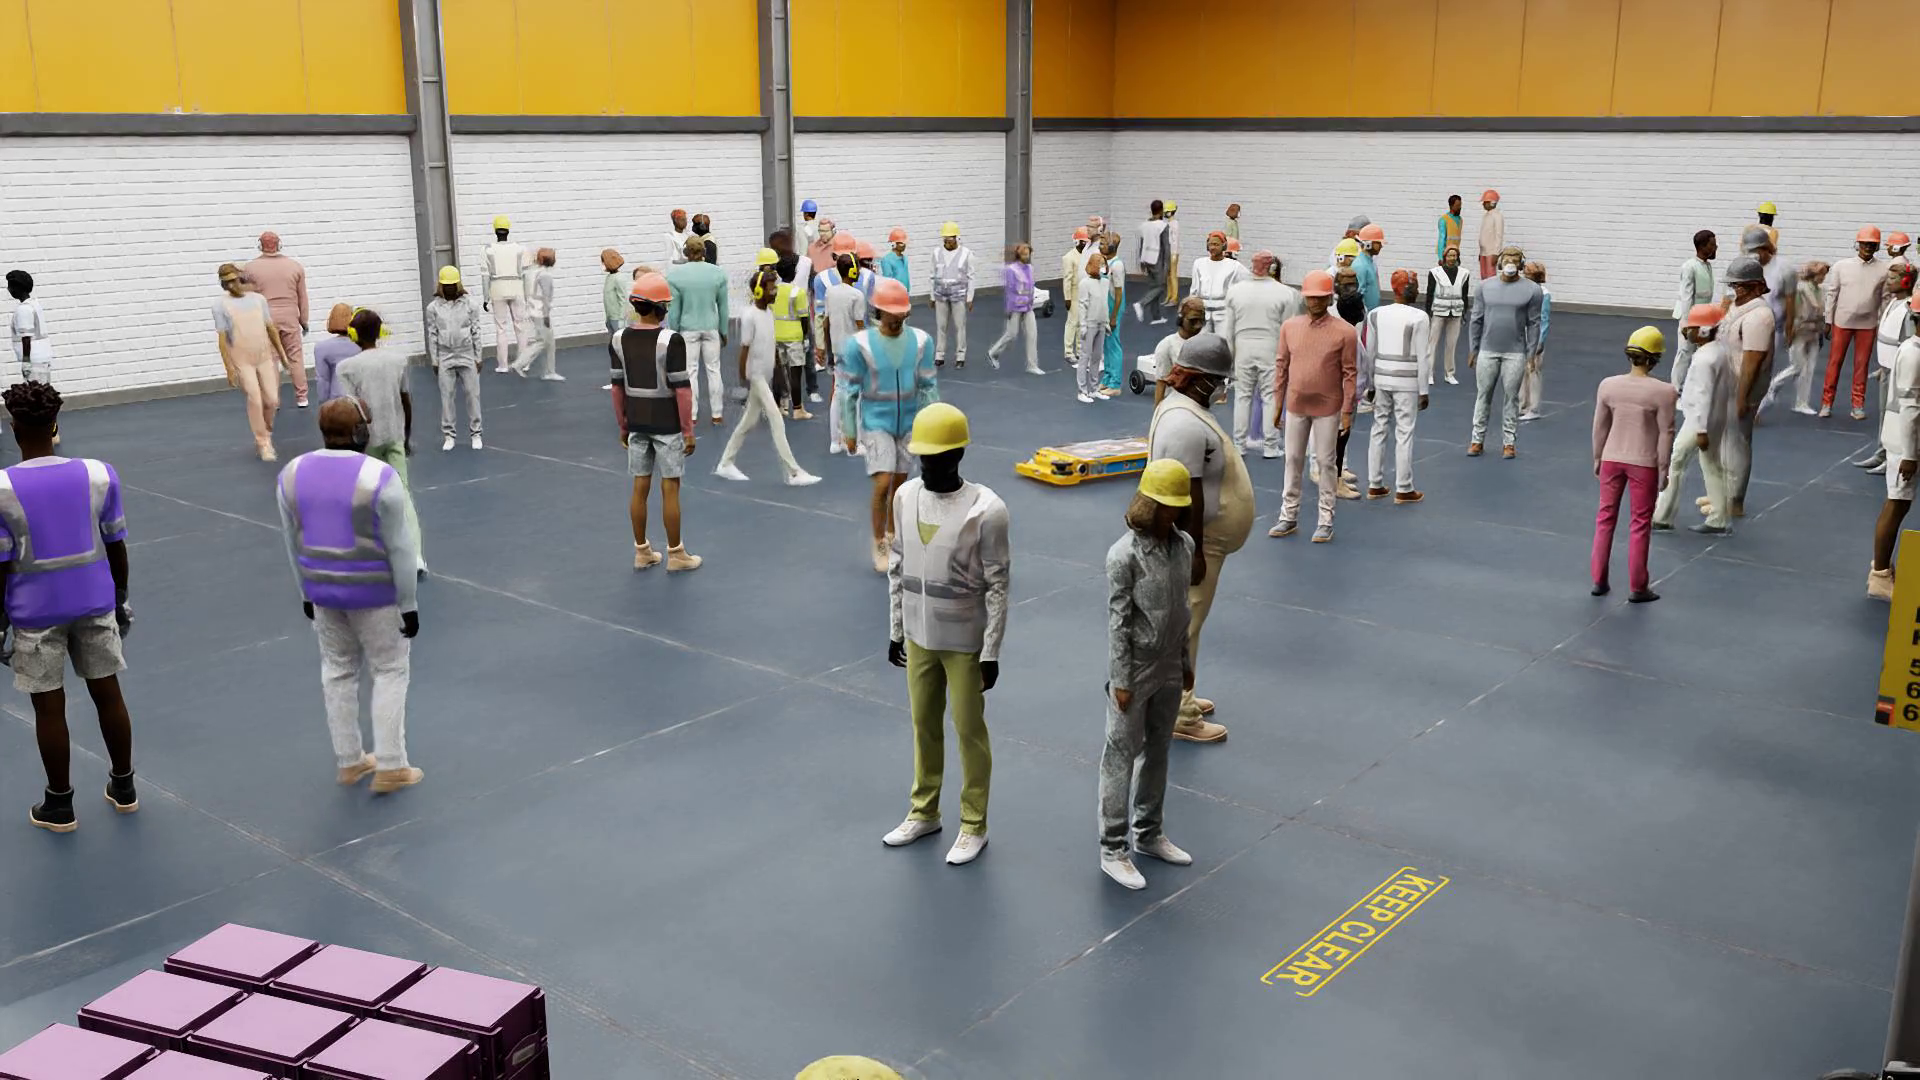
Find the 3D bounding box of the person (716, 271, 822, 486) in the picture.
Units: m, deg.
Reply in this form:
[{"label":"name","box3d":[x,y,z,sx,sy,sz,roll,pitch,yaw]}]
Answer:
[{"label":"person","box3d":[-1.673,-1.367,14.106,0.990,1.826,0.538,3,14,14]}]

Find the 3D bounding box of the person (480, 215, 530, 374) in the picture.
[{"label":"person","box3d":[-5.581,-3.014,20.447,0.594,1.924,0.382,-7,16,-26]}]

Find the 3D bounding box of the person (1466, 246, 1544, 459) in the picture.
[{"label":"person","box3d":[4.972,-1.715,15.233,0.627,1.940,0.371,6,15,23]}]

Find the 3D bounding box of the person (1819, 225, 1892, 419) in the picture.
[{"label":"person","box3d":[9.309,-2.256,17.278,0.610,1.997,0.373,5,15,20]}]

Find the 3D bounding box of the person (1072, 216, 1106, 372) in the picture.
[{"label":"person","box3d":[1.654,-3.041,20.590,0.410,1.913,0.643,-6,15,-23]}]

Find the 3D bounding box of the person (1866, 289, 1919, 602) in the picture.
[{"label":"person","box3d":[6.094,-0.614,10.624,0.374,2.043,0.614,8,16,29]}]

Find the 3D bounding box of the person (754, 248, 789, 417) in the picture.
[{"label":"person","box3d":[-1.969,-2.169,17.421,0.339,1.761,0.524,-4,15,-16]}]

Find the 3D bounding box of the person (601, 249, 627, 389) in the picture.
[{"label":"person","box3d":[-3.943,-2.507,19.016,0.273,1.632,0.509,-8,16,-29]}]

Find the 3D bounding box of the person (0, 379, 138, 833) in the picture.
[{"label":"person","box3d":[-3.887,0.286,7.181,0.364,1.965,0.610,12,19,40]}]

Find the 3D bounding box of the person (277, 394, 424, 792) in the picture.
[{"label":"person","box3d":[-2.752,0.248,7.605,0.640,1.844,0.429,3,14,12]}]

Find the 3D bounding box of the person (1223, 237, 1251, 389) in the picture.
[{"label":"person","box3d":[3.117,-2.633,19.284,0.339,1.748,0.574,-7,16,-25]}]

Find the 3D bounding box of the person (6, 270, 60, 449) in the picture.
[{"label":"person","box3d":[-8.731,-1.697,15.675,0.319,1.687,0.538,-5,15,-18]}]

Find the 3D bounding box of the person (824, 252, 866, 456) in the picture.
[{"label":"person","box3d":[-1.031,-1.716,15.378,0.532,1.869,0.311,13,19,41]}]

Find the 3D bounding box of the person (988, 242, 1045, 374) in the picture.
[{"label":"person","box3d":[0.684,-2.848,20.452,0.732,1.618,0.531,12,19,40]}]

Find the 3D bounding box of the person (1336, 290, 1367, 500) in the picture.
[{"label":"person","box3d":[3.167,-1.191,13.624,0.318,1.700,0.535,2,14,8]}]

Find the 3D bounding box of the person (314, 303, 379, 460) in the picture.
[{"label":"person","box3d":[-4.856,-1.070,13.276,0.507,1.633,0.277,-6,15,-24]}]

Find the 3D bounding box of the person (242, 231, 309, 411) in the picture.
[{"label":"person","box3d":[-7.313,-2.343,17.809,0.654,1.906,0.406,-9,17,-33]}]

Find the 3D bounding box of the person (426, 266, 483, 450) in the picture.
[{"label":"person","box3d":[-4.720,-1.700,15.594,0.480,1.734,0.334,-4,14,-14]}]

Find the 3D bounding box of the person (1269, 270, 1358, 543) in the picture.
[{"label":"person","box3d":[2.572,-0.972,12.153,0.619,1.992,0.400,9,17,32]}]

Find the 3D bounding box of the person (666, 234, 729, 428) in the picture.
[{"label":"person","box3d":[-2.634,-2.094,16.748,0.631,1.940,0.372,-6,15,-21]}]

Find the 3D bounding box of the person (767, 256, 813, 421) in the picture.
[{"label":"person","box3d":[-1.772,-2.078,17.172,0.541,1.698,0.315,8,16,30]}]

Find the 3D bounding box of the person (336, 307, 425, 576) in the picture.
[{"label":"person","box3d":[-3.924,-0.668,11.296,0.519,1.828,0.977,-9,17,-33]}]

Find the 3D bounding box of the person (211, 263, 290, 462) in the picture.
[{"label":"person","box3d":[-6.412,-1.599,15.064,0.397,1.812,0.631,11,18,38]}]

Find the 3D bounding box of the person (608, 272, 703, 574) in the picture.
[{"label":"person","box3d":[-2.062,-0.784,11.298,0.605,2.045,0.377,6,15,22]}]

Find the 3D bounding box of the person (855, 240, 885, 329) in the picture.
[{"label":"person","box3d":[-0.905,-1.944,16.208,0.546,1.913,0.602,10,17,36]}]

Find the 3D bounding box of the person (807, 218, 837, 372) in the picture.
[{"label":"person","box3d":[-1.626,-2.981,20.363,0.639,1.907,0.406,6,15,23]}]

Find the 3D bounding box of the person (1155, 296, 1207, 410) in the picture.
[{"label":"person","box3d":[1.601,-0.827,11.894,0.516,1.835,0.344,-11,18,-37]}]

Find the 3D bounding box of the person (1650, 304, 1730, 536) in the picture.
[{"label":"person","box3d":[5.427,-0.893,12.391,0.756,1.722,0.585,10,17,36]}]

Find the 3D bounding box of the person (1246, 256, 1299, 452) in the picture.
[{"label":"person","box3d":[2.950,-1.729,15.515,0.615,1.830,0.787,-7,16,-27]}]

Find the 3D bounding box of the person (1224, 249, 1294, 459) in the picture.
[{"label":"person","box3d":[2.745,-1.693,15.214,0.651,1.906,0.403,6,15,22]}]

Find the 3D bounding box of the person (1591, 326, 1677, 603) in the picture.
[{"label":"person","box3d":[4.309,-0.485,10.668,0.331,1.768,0.526,-13,19,-41]}]

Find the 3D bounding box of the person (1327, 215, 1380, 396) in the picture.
[{"label":"person","box3d":[4.469,-2.658,18.796,0.536,2.000,0.692,-6,15,-24]}]

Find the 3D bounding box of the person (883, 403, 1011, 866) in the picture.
[{"label":"person","box3d":[-0.070,0.385,6.870,0.590,1.925,0.373,10,17,35]}]

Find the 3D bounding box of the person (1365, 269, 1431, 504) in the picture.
[{"label":"person","box3d":[3.533,-1.236,13.434,0.355,1.883,0.572,-13,19,-42]}]

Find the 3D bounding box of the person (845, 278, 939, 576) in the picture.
[{"label":"person","box3d":[-0.433,-0.757,11.261,0.610,2.014,0.753,-6,15,-21]}]
